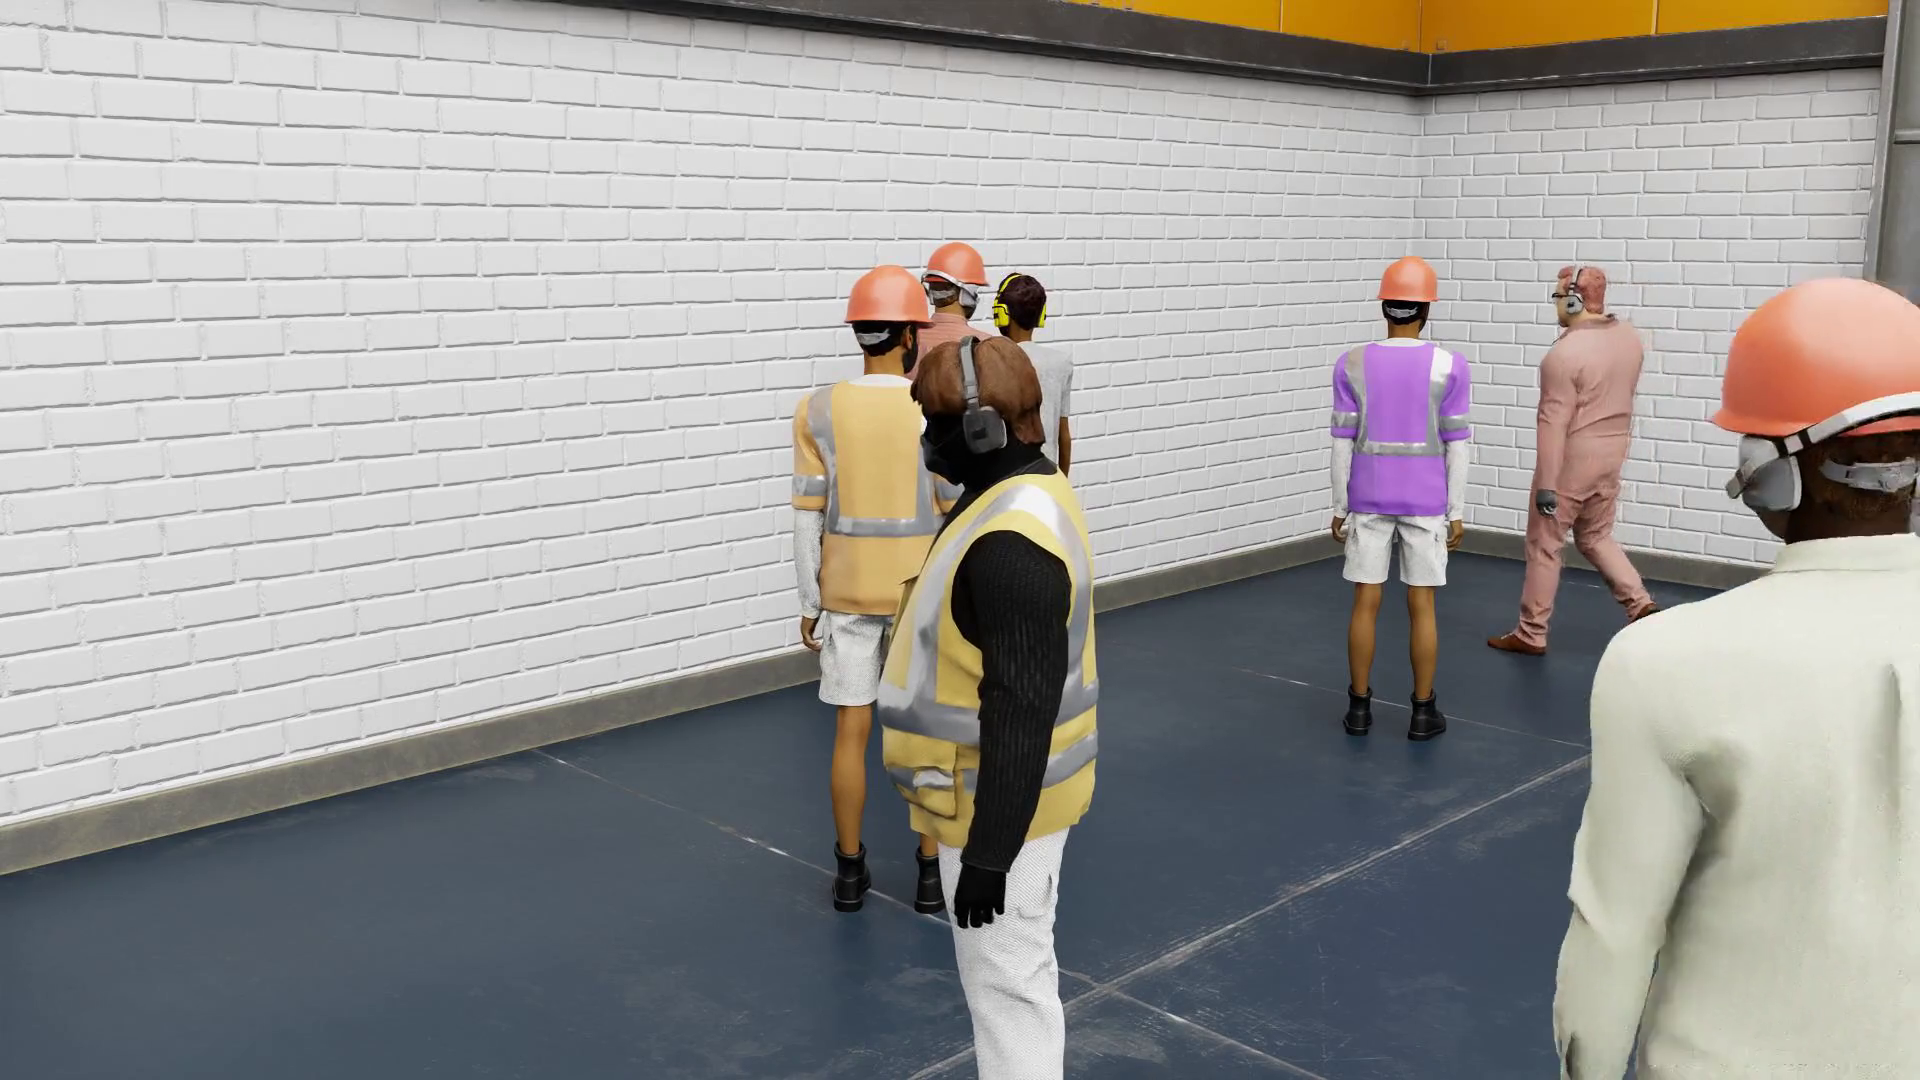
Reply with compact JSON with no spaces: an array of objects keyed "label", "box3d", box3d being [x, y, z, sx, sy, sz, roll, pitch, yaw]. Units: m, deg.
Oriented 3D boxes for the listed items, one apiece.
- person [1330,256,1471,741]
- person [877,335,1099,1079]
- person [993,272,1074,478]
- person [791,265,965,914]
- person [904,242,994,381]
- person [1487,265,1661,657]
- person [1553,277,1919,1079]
[{"label":"person","box3d":[1.758,-0.157,6.680,0.543,1.939,0.360,4,11,21]},{"label":"person","box3d":[0.054,0.519,3.276,0.429,1.838,0.621,0,10,2]},{"label":"person","box3d":[0.240,-0.168,6.943,0.537,1.864,0.314,-8,13,-36]},{"label":"person","box3d":[-0.215,0.157,4.972,0.552,1.933,0.364,1,10,6]},{"label":"person","box3d":[-0.030,-0.245,7.008,0.623,1.990,0.398,7,12,32]},{"label":"person","box3d":[2.943,-0.346,7.839,0.677,1.894,0.685,-6,12,-31]},{"label":"person","box3d":[1.043,0.681,2.006,0.631,1.973,0.571,0,10,2]}]
